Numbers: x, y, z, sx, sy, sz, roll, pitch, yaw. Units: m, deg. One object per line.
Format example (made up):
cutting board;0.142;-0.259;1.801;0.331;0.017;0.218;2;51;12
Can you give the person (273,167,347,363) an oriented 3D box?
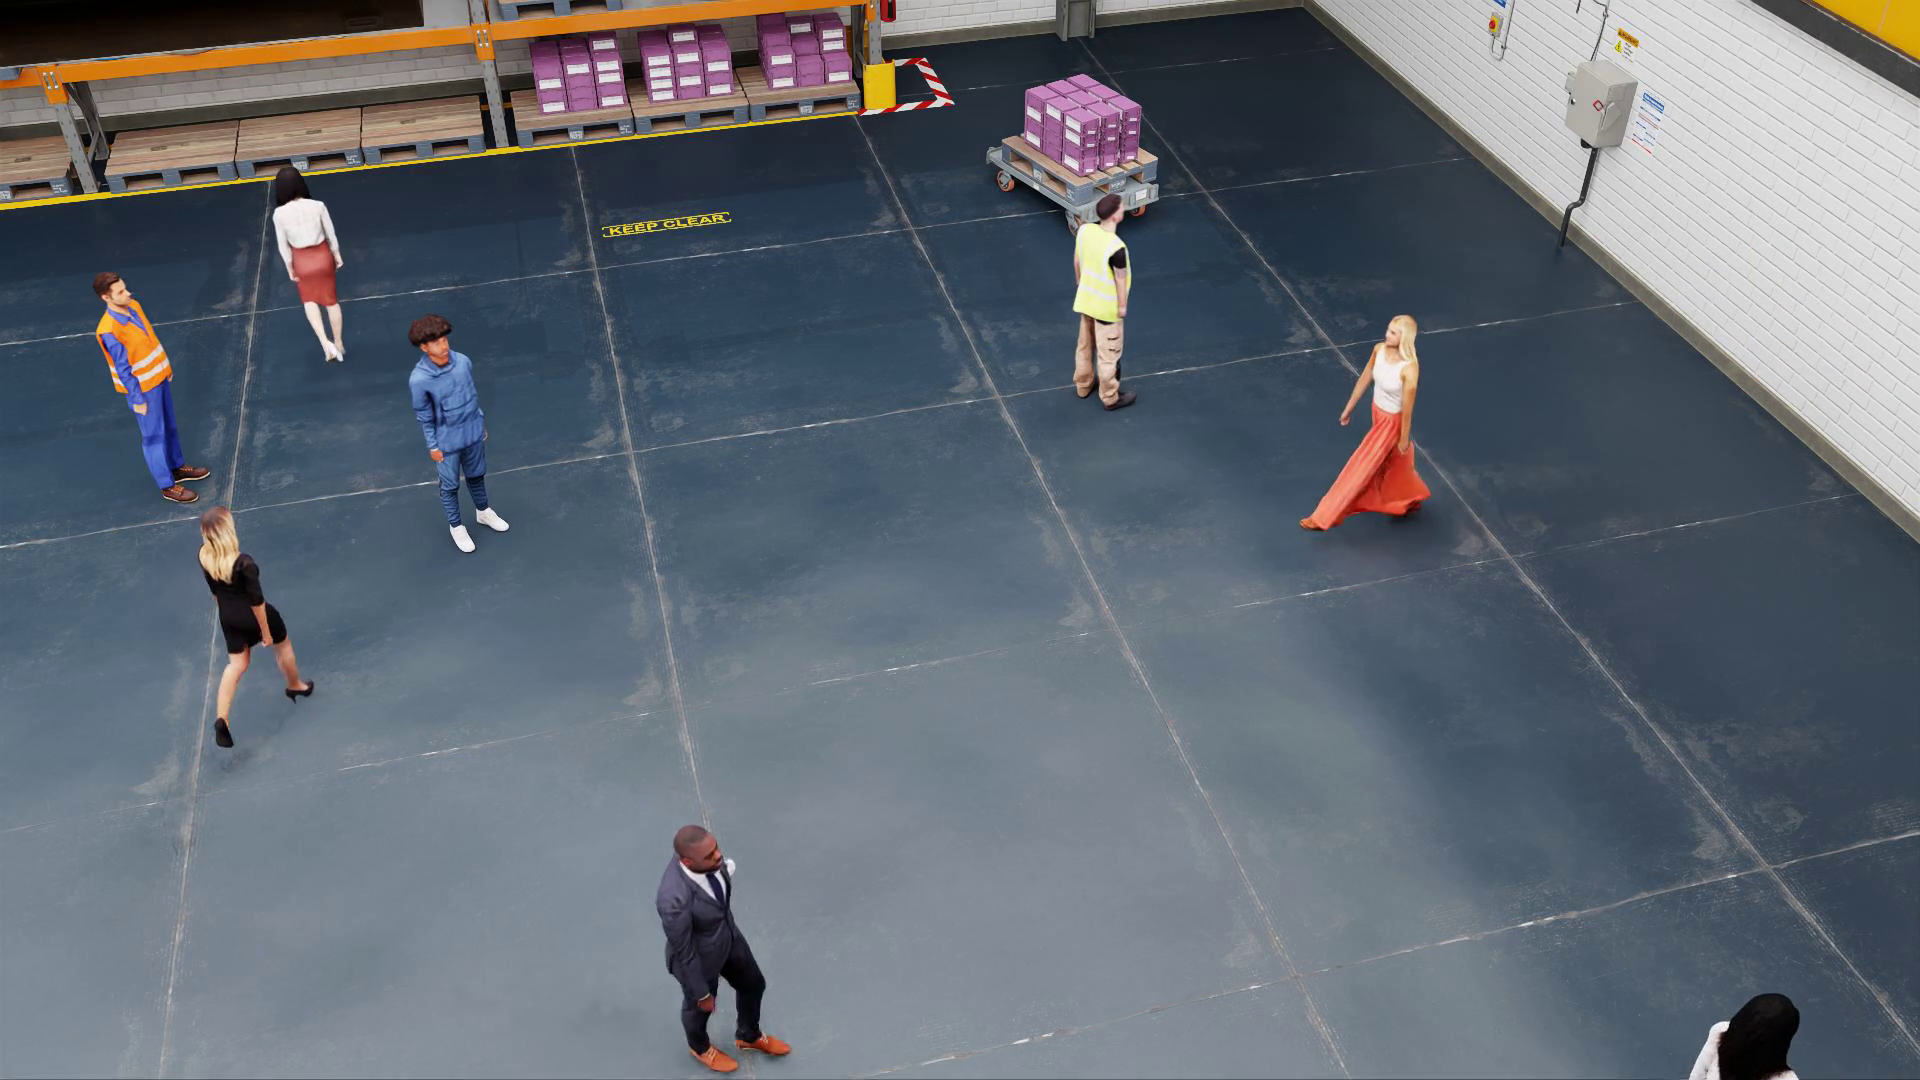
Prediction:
person;-5.230;-2.177;13.523;0.674;1.742;0.726;-16;41;-19

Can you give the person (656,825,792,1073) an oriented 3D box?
person;-1.332;2.014;8.224;0.945;1.806;0.899;11;40;14

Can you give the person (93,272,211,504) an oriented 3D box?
person;-5.933;-1.131;12.115;0.680;1.864;0.745;-1;39;-2

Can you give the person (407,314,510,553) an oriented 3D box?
person;-3.568;-0.776;11.712;0.829;1.814;0.737;26;45;29

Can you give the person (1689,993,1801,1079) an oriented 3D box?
person;3.417;2.666;7.504;0.971;1.685;0.748;-19;42;-22

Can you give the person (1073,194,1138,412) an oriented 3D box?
person;1.126;-1.876;13.064;0.858;1.846;0.820;-27;46;-29

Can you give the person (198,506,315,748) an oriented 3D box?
person;-4.418;0.557;10.175;1.048;1.647;0.978;10;40;13

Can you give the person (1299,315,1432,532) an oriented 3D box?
person;3.108;-0.814;11.822;1.289;1.736;0.653;-11;40;-13
